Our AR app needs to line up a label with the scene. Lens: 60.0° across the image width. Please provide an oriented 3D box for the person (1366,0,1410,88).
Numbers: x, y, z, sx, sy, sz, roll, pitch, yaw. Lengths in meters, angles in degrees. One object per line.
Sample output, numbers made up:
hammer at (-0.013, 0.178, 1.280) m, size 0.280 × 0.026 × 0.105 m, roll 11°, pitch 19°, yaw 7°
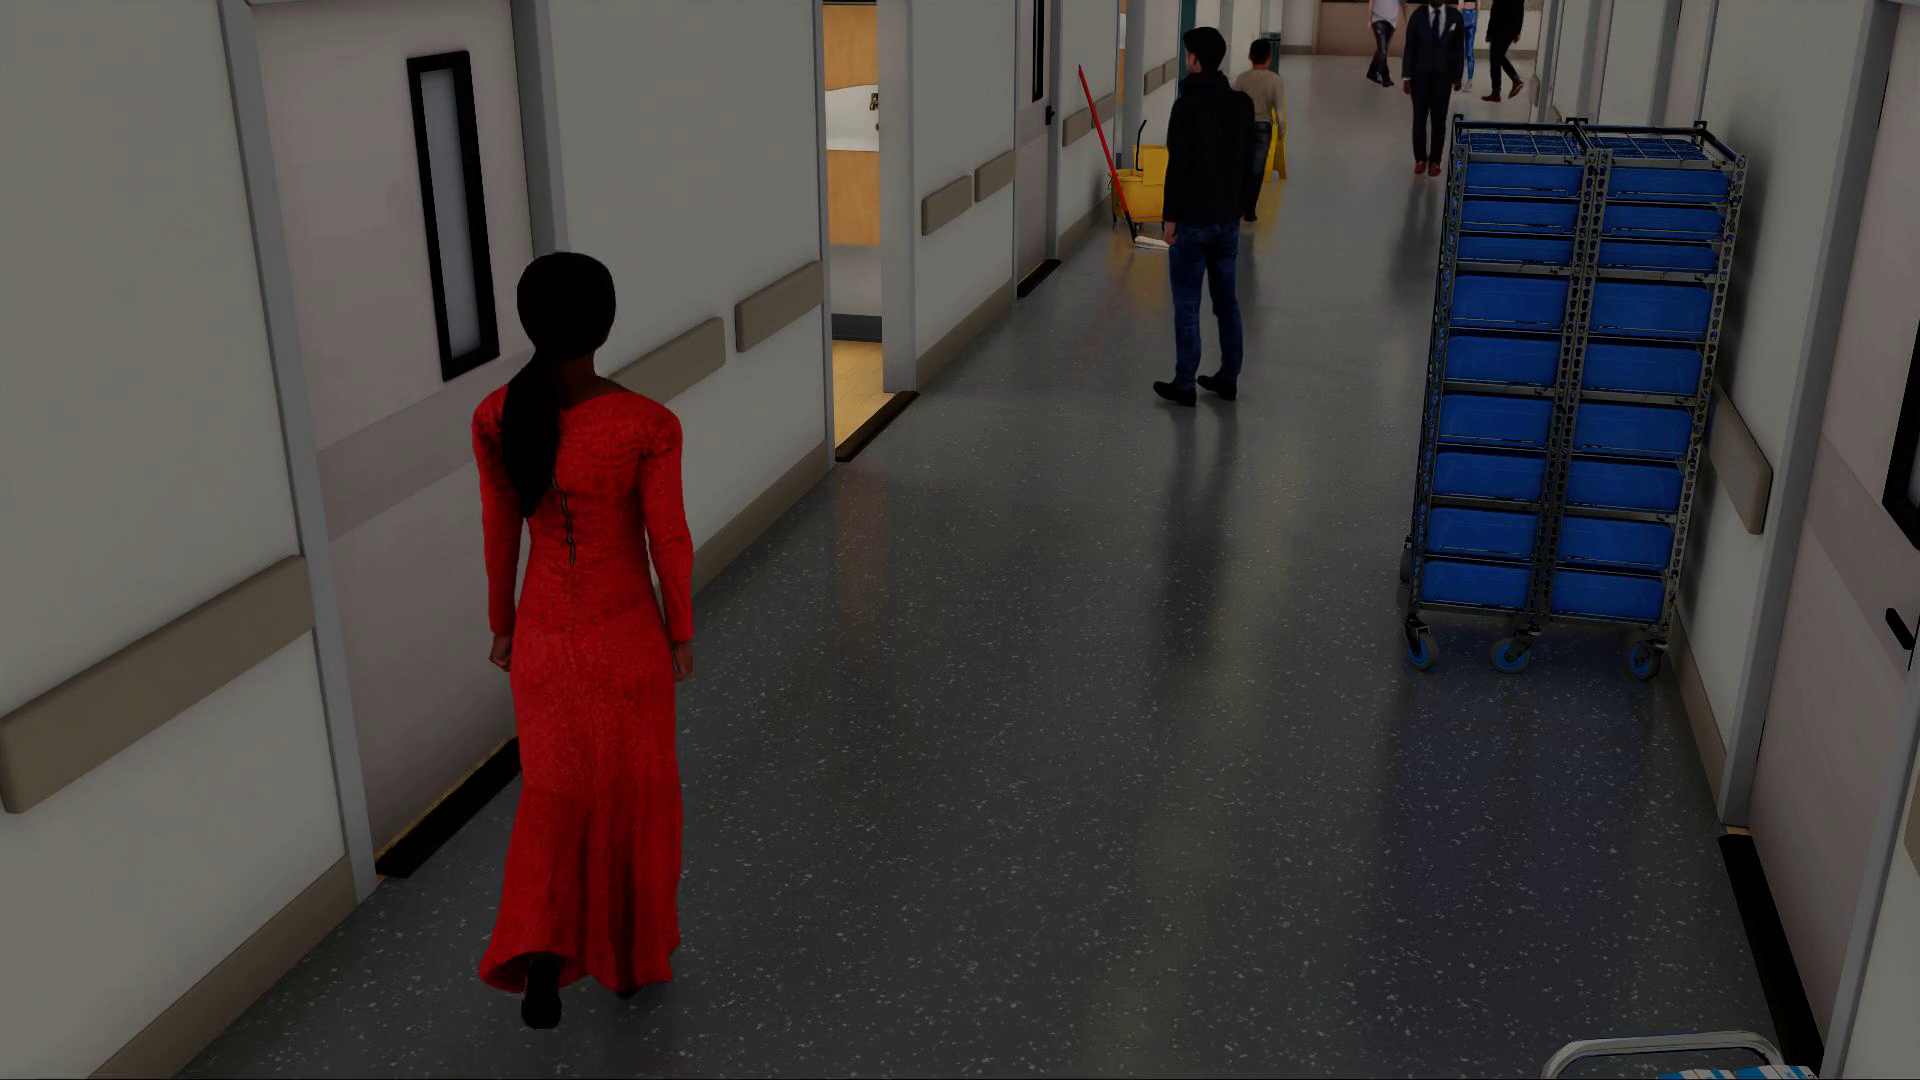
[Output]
person at (6.076, -7.431, 23.914) m, size 1.073 × 1.786 × 1.348 m, roll -5°, pitch 21°, yaw -12°

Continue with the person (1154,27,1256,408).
person at (1.259, -1.627, 8.452) m, size 0.747 × 1.883 × 0.807 m, roll -12°, pitch 24°, yaw -28°

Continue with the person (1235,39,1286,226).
person at (2.352, -3.253, 13.368) m, size 0.627 × 1.443 × 0.888 m, roll 7°, pitch 22°, yaw 18°

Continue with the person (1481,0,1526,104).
person at (7.231, -6.681, 21.906) m, size 0.905 × 1.805 × 0.960 m, roll -16°, pitch 26°, yaw -36°

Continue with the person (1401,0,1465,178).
person at (4.490, -4.391, 15.883) m, size 0.706 × 1.789 × 1.025 m, roll 5°, pitch 21°, yaw 13°

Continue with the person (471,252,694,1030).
person at (-0.824, 0.289, 3.552) m, size 0.696 × 1.771 × 0.883 m, roll 2°, pitch 21°, yaw 6°

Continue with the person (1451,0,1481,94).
person at (7.079, -7.192, 23.286) m, size 0.676 × 1.785 × 0.728 m, roll -10°, pitch 23°, yaw -24°
